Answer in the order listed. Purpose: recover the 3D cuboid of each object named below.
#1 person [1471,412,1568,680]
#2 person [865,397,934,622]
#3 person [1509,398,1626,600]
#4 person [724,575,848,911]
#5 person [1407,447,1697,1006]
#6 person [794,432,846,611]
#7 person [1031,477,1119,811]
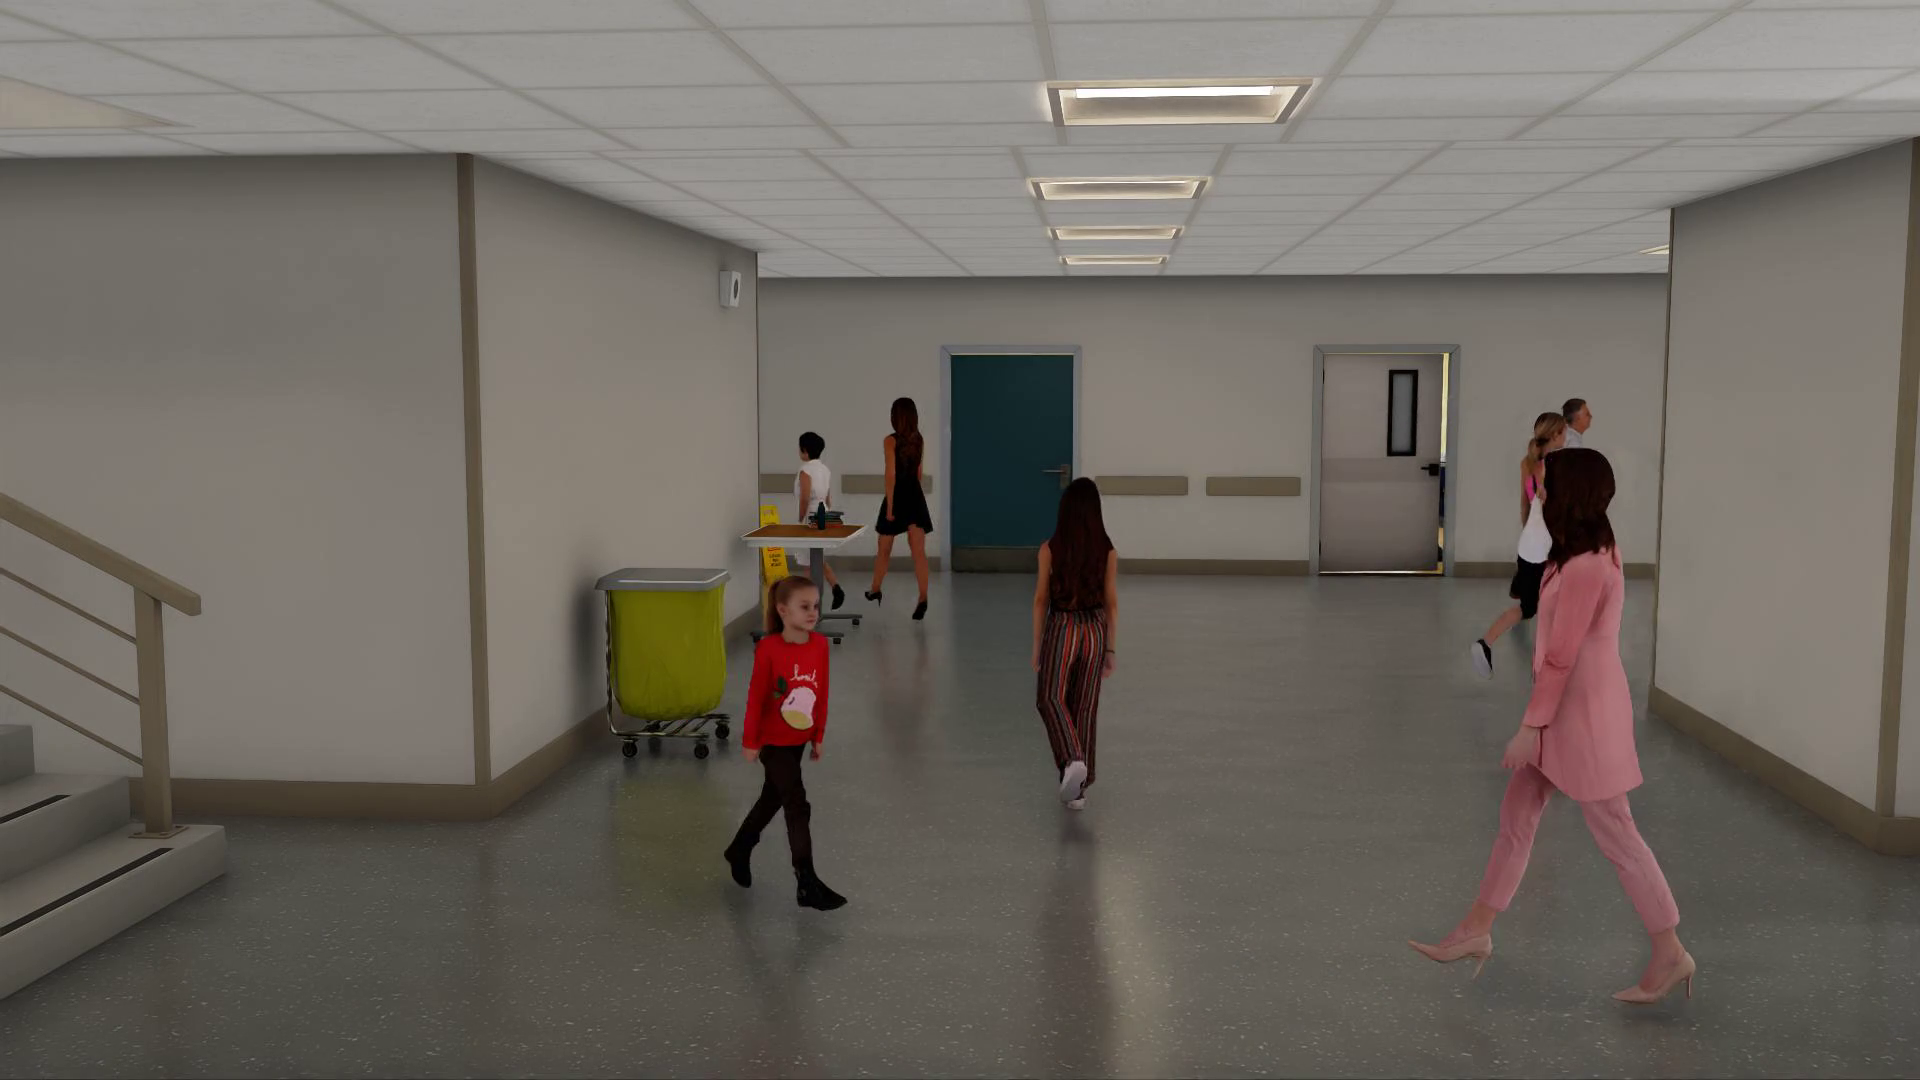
[{"bbox_3d":[3.592,0.093,10.516,1.080,1.765,0.881,-2,6,-19],"label":"person"},{"bbox_3d":[-0.387,-0.206,13.399,1.138,1.784,1.129,-4,7,-34],"label":"person"},{"bbox_3d":[5.113,-0.286,14.223,1.207,1.776,0.728,1,6,10],"label":"person"},{"bbox_3d":[-0.718,0.770,6.375,0.968,1.246,0.823,6,8,44],"label":"person"},{"bbox_3d":[2.046,0.632,5.231,1.158,1.750,0.788,2,6,16],"label":"person"},{"bbox_3d":[-1.134,-0.110,13.633,0.773,1.545,0.663,3,6,24],"label":"person"},{"bbox_3d":[0.539,0.492,7.621,0.783,1.550,0.713,-1,6,-7],"label":"person"}]
